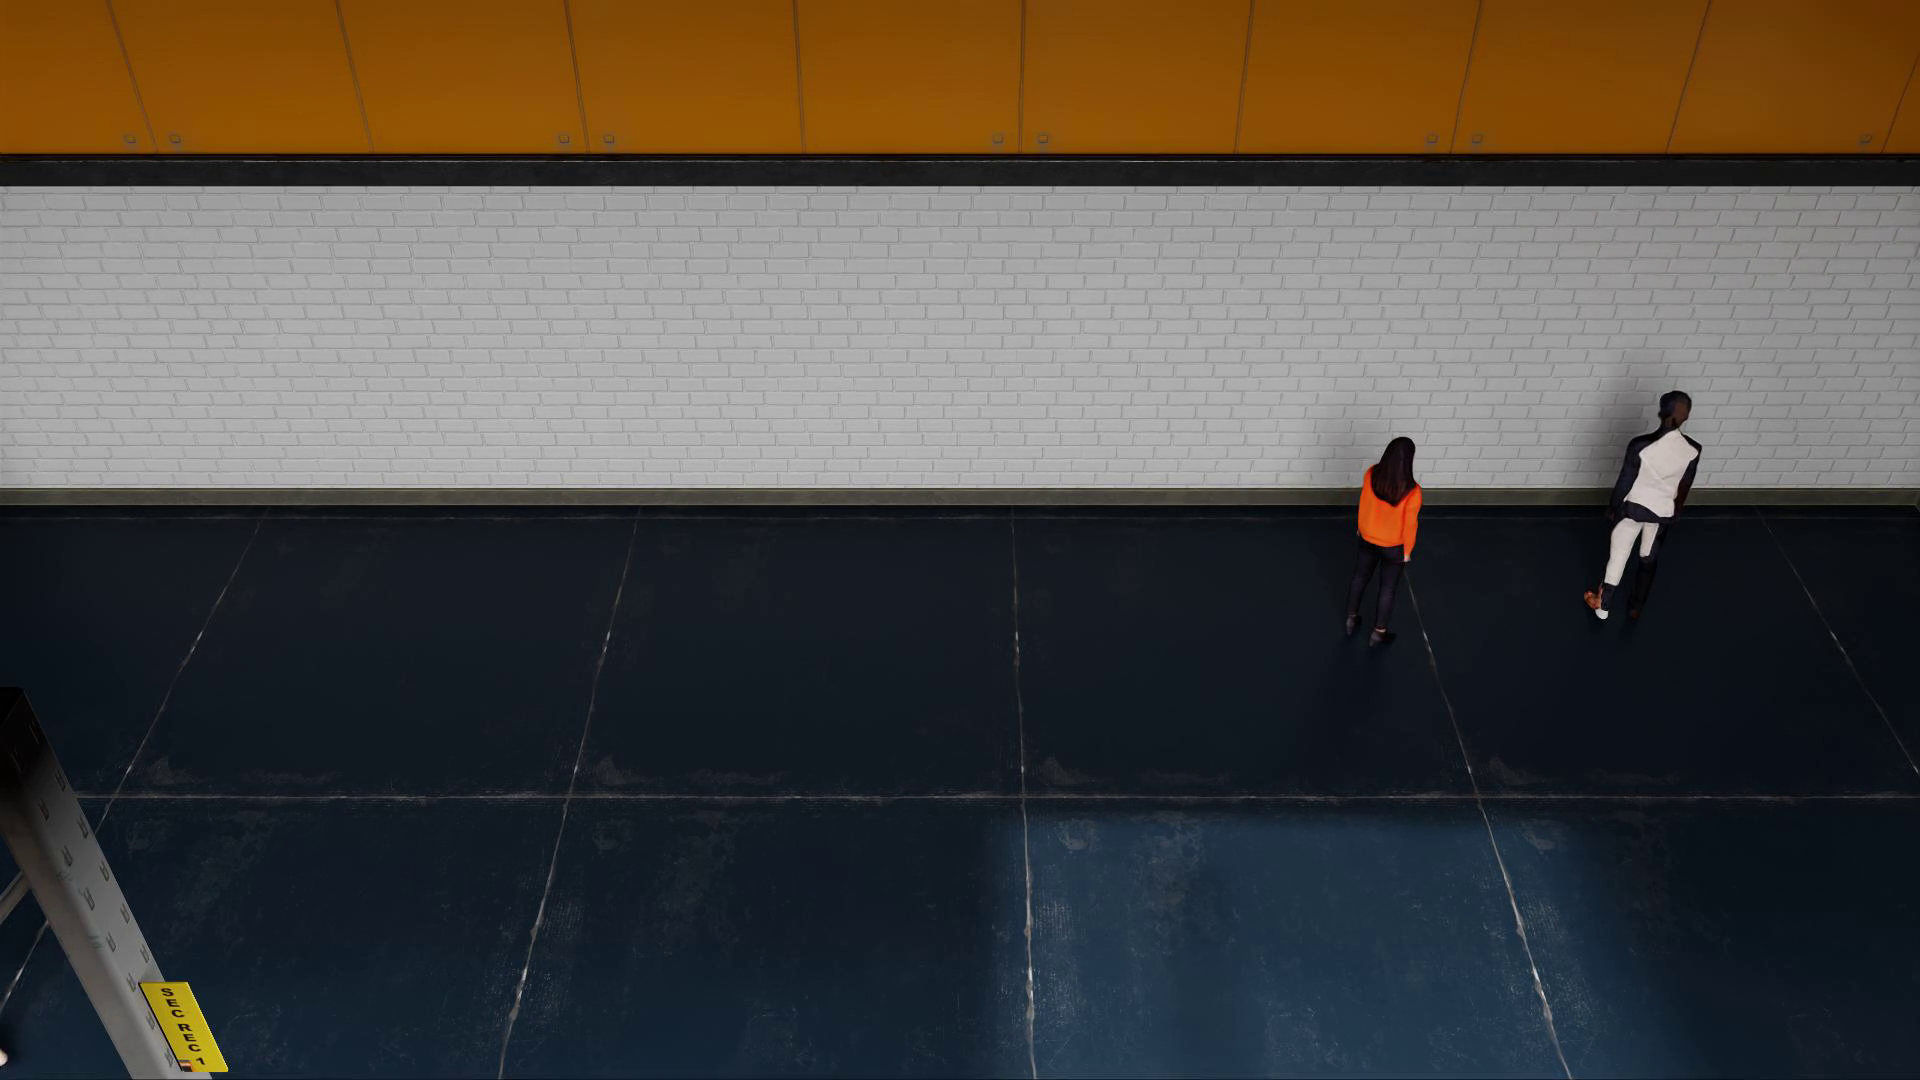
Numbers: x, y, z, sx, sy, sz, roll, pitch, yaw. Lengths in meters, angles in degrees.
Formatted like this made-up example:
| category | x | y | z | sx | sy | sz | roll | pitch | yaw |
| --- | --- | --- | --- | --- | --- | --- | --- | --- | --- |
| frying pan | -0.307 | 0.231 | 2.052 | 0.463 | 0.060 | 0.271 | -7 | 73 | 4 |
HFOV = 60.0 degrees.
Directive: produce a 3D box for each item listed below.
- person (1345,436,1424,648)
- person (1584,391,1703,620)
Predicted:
| category | x | y | z | sx | sy | sz | roll | pitch | yaw |
| --- | --- | --- | --- | --- | --- | --- | --- | --- | --- |
| person | 2.972 | 0.004 | 11.677 | 0.763 | 1.749 | 0.695 | -30 | 48 | -32 |
| person | 4.888 | -0.222 | 11.848 | 0.693 | 1.890 | 0.599 | 3 | 39 | 3 |
